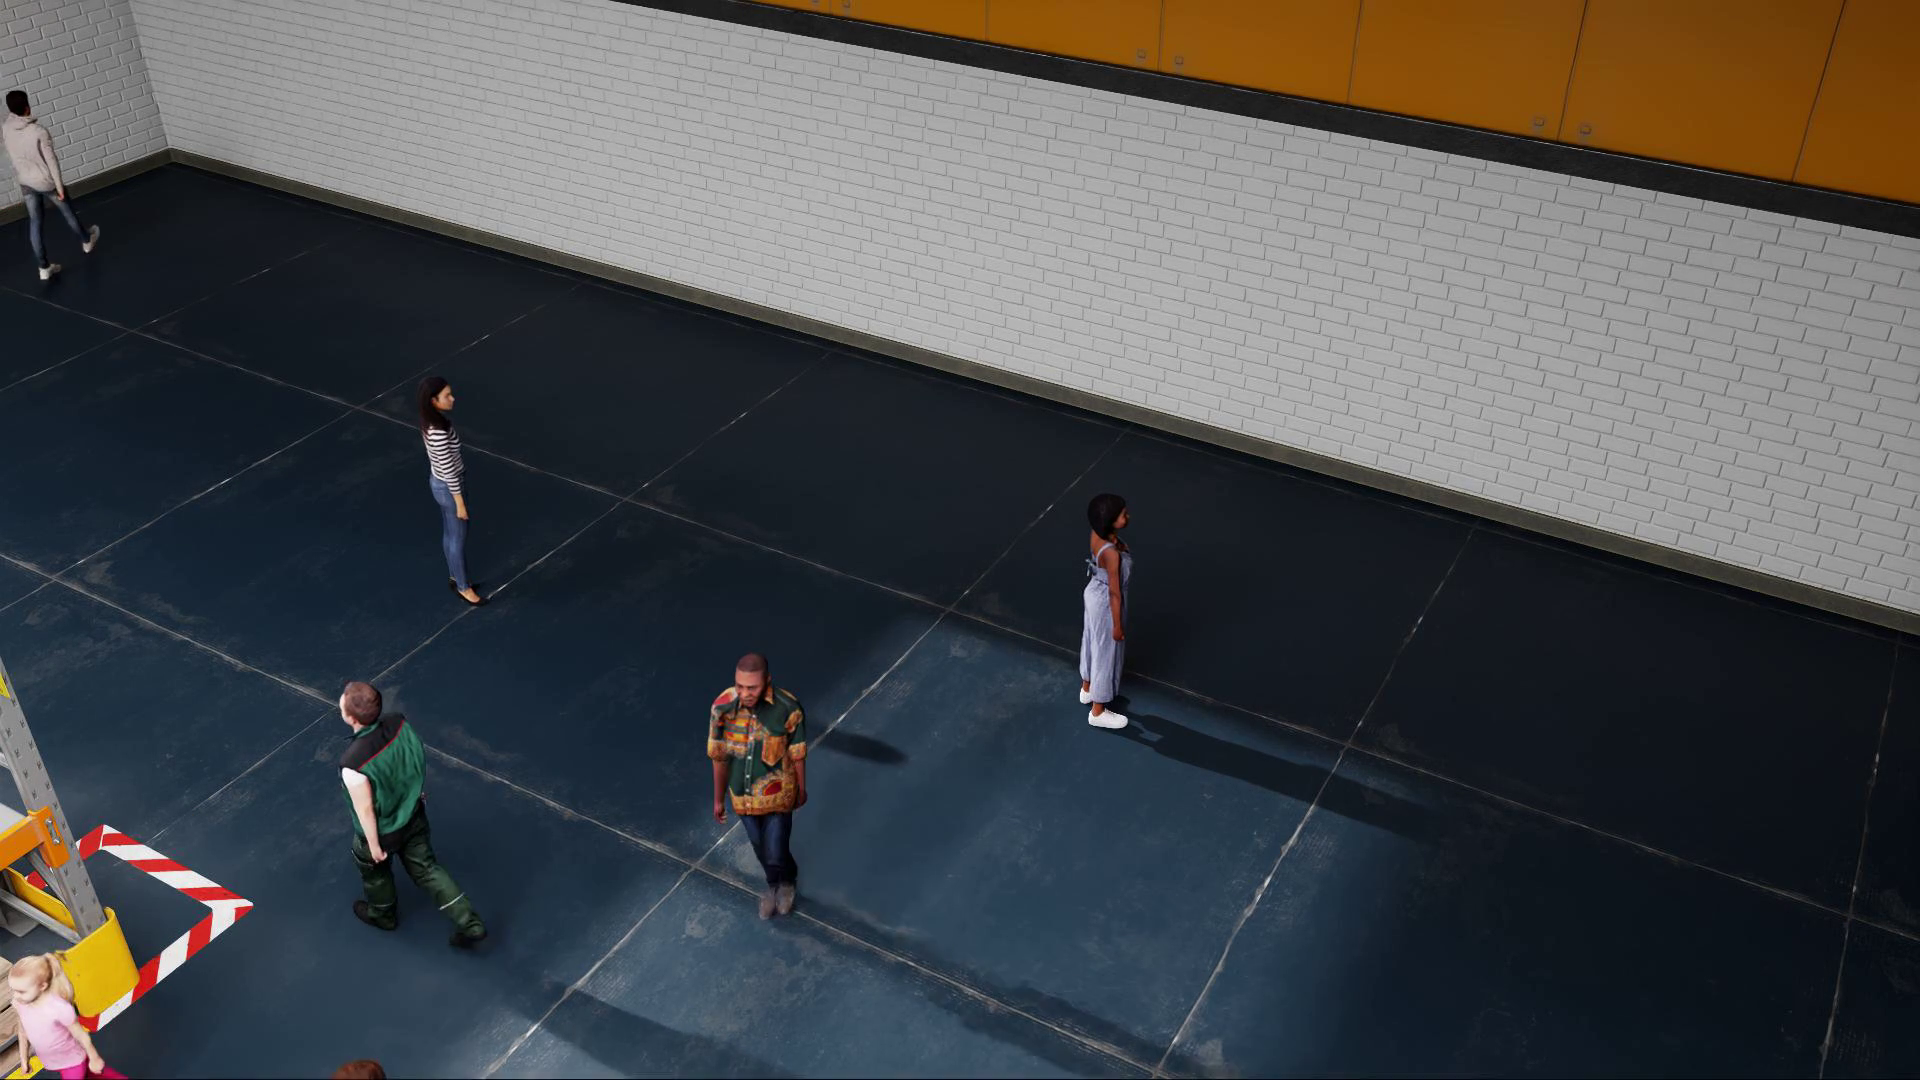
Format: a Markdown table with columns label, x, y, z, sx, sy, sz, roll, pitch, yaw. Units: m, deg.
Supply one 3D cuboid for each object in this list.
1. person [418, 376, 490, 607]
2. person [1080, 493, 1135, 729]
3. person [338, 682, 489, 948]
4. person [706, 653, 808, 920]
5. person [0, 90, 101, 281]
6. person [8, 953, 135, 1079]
| label | x | y | z | sx | sy | sz | roll | pitch | yaw |
| --- | --- | --- | --- | --- | --- | --- | --- | --- | --- |
| person | -3.583 | -0.338 | 11.700 | 0.684 | 1.794 | 0.660 | -15 | 36 | -21 |
| person | 0.932 | 0.426 | 10.639 | 0.717 | 1.696 | 0.635 | -5 | 34 | -7 |
| person | -2.988 | 1.510 | 8.904 | 0.751 | 1.811 | 1.077 | 15 | 37 | 22 |
| person | -1.065 | 1.317 | 9.210 | 0.757 | 1.794 | 0.753 | 8 | 34 | 12 |
| person | -9.126 | -3.456 | 16.387 | 1.078 | 1.799 | 1.351 | 1 | 34 | 2 |
| person | -4.275 | 2.439 | 8.021 | 0.598 | 1.242 | 0.930 | 12 | 35 | 17 |
